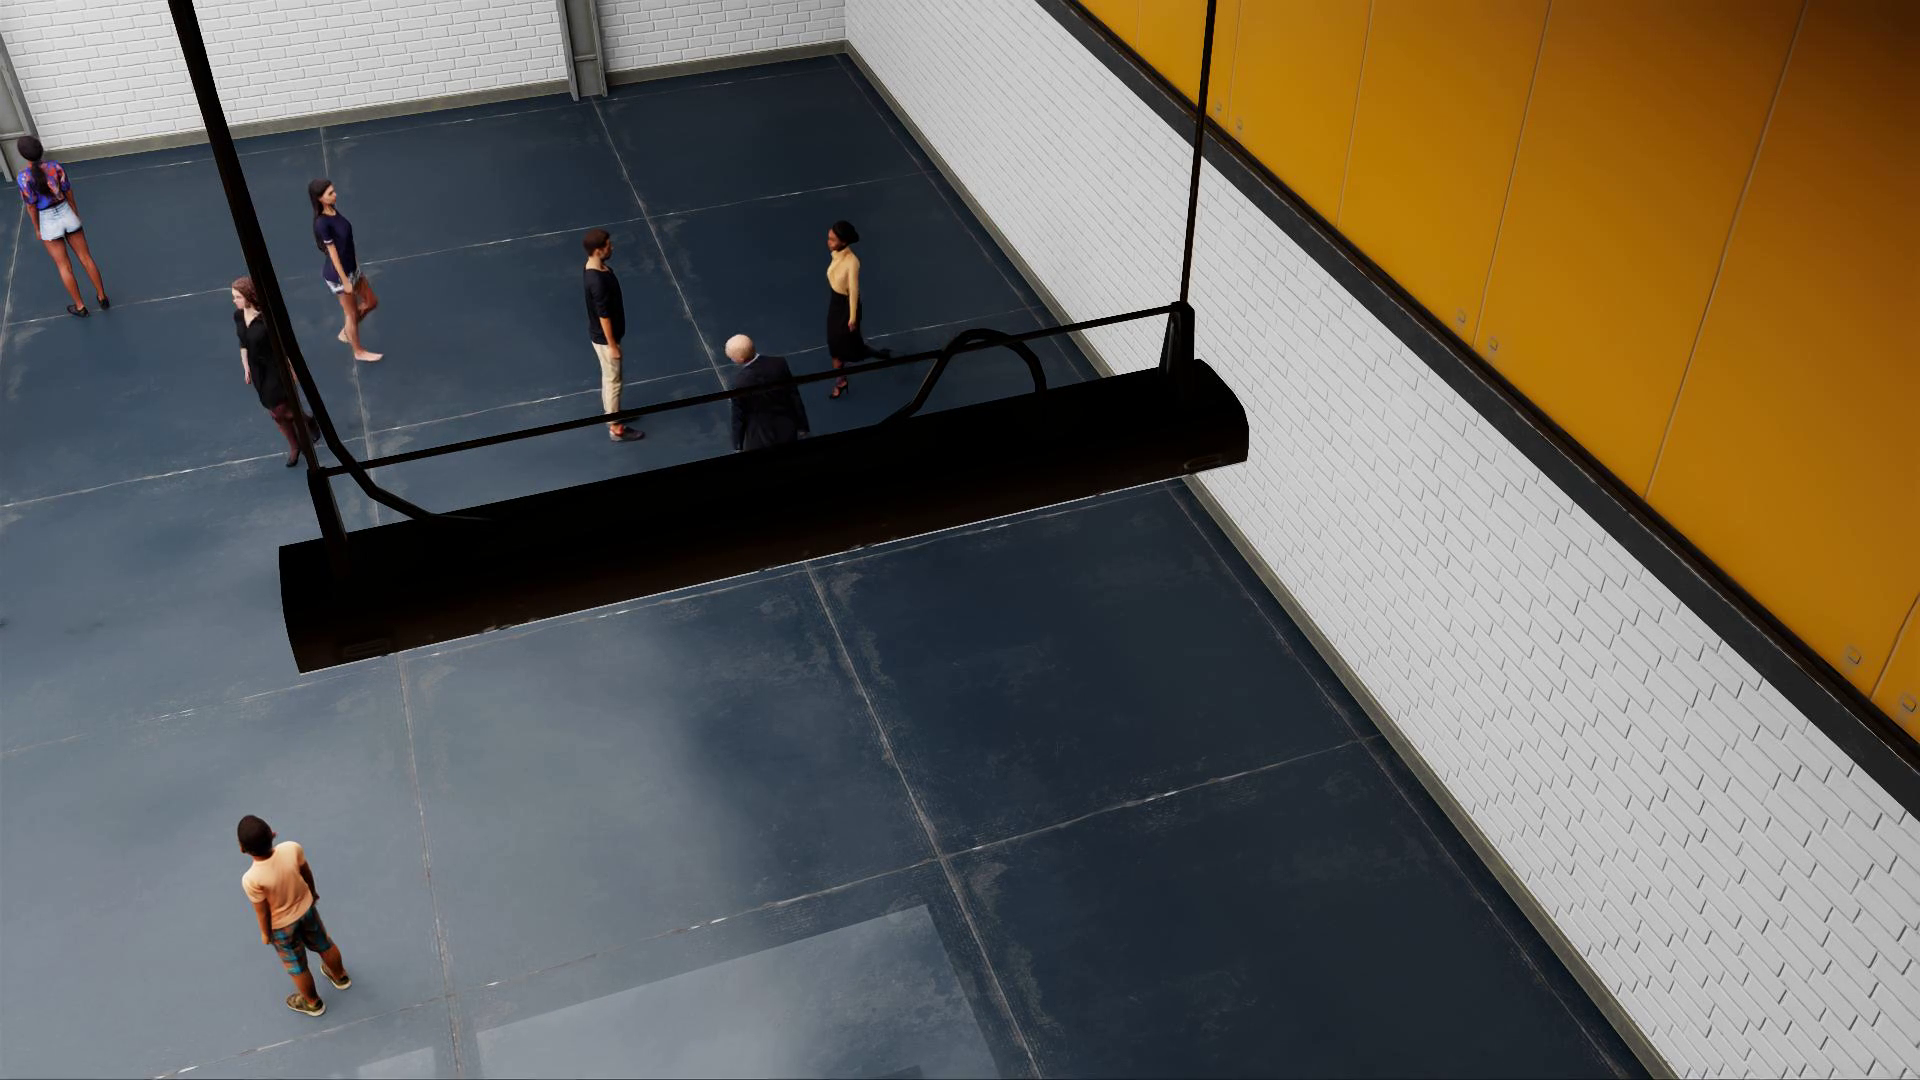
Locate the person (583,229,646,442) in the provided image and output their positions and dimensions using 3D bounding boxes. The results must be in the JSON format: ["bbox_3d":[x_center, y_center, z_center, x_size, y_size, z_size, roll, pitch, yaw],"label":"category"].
[{"bbox_3d":[-2.870,-1.655,13.446,0.569,1.850,0.662,-9,39,-11],"label":"person"}]

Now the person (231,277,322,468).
[{"bbox_3d":[-5.412,-1.359,13.199,0.785,1.695,0.849,18,42,22],"label":"person"}]

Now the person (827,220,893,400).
[{"bbox_3d":[-0.885,-1.915,13.941,0.920,1.637,0.701,-22,44,-25],"label":"person"}]

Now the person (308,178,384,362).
[{"bbox_3d":[-5.395,-2.292,14.318,0.745,1.755,0.684,0,39,-1],"label":"person"}]

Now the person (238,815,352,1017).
[{"bbox_3d":[-3.676,2.047,9.122,0.657,1.460,0.582,20,43,23],"label":"person"}]

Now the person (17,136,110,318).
[{"bbox_3d":[-8.136,-2.842,15.016,0.730,1.745,0.615,28,46,30],"label":"person"}]

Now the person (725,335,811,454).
[{"bbox_3d":[-1.356,-0.791,12.432,0.609,1.765,0.949,-12,40,-15],"label":"person"}]
